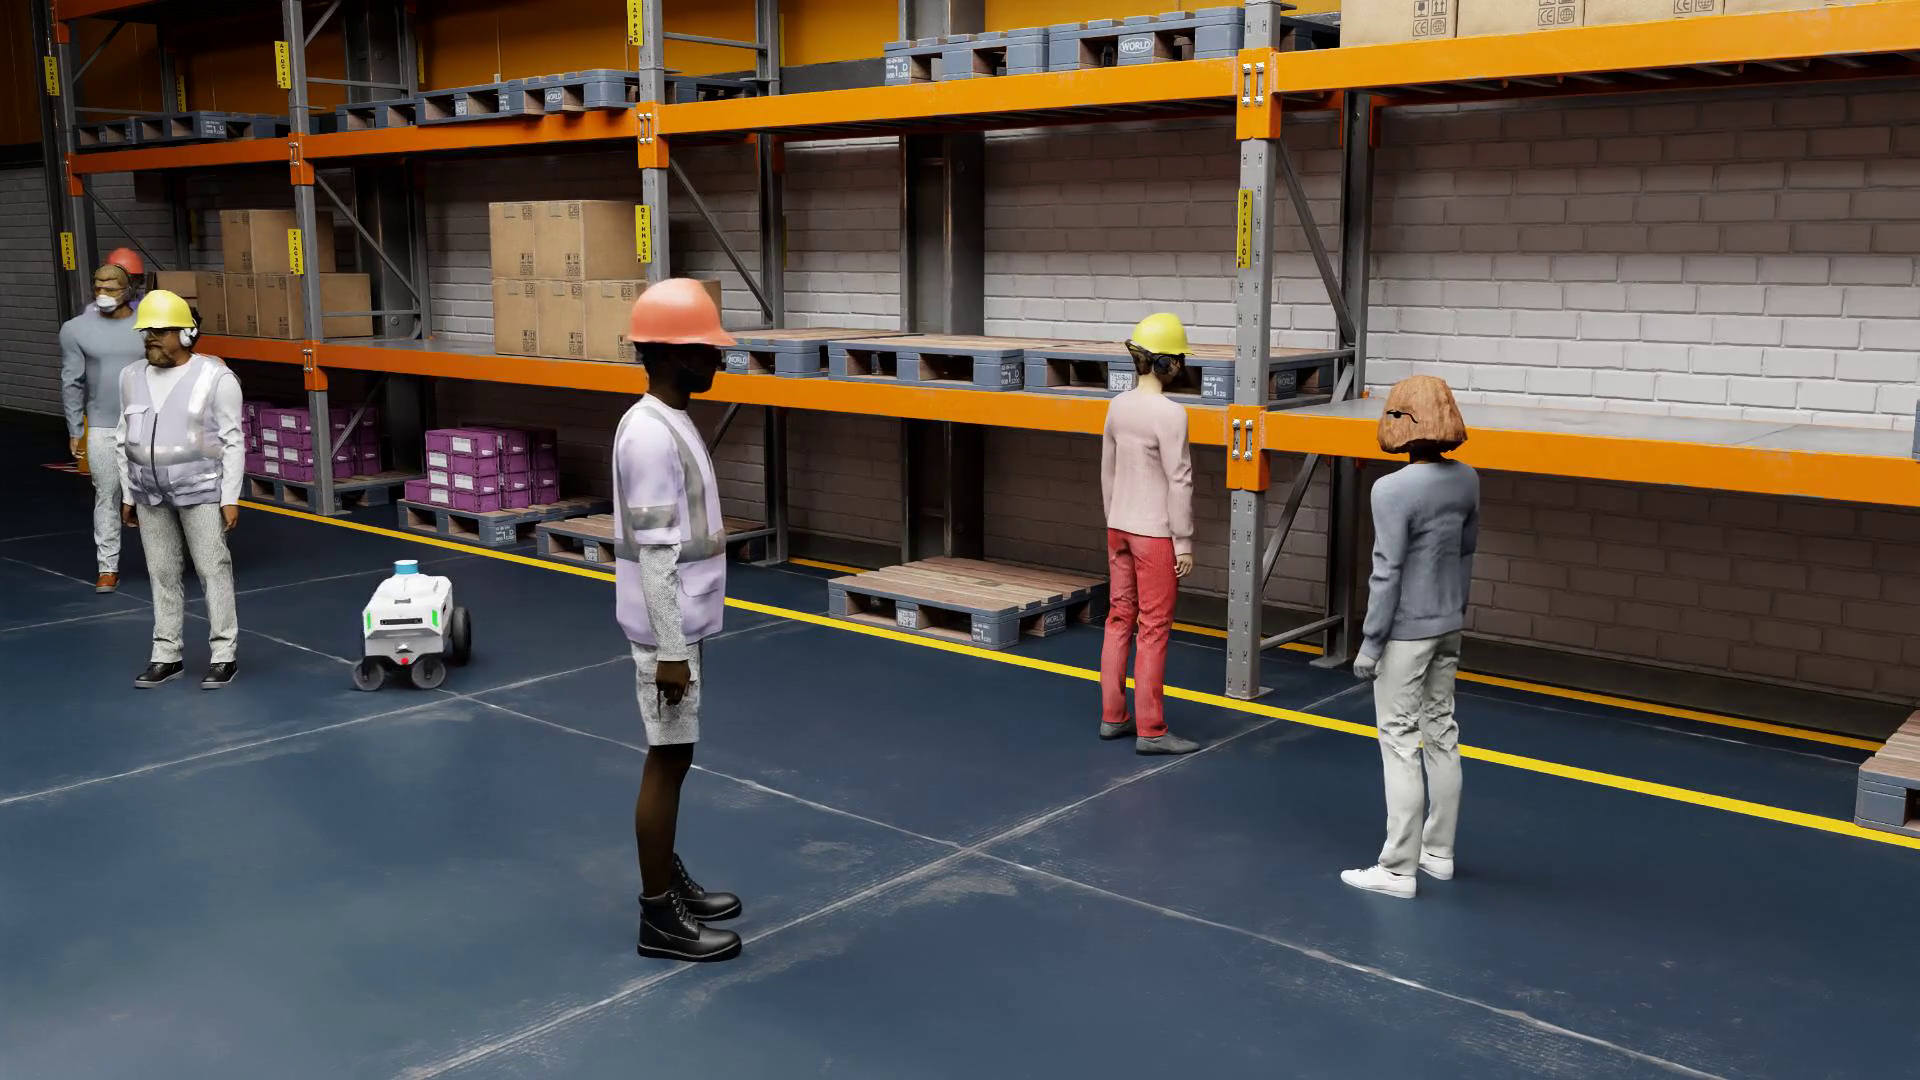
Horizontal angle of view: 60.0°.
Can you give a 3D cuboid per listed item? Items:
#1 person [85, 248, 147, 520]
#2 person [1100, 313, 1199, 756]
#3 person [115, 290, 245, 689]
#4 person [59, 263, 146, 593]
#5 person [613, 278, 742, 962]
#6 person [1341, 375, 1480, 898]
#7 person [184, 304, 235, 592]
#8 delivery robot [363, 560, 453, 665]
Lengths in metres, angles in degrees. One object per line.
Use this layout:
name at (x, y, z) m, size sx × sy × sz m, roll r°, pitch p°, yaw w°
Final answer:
person at (-5.999, -1.112, 12.166) m, size 0.656 × 2.014 × 0.783 m, roll -8°, pitch 13°, yaw -38°
person at (0.774, -0.024, 6.703) m, size 0.328 × 1.767 × 0.532 m, roll -5°, pitch 11°, yaw -28°
person at (-3.587, -0.222, 7.640) m, size 0.590 × 1.833 × 0.403 m, roll 1°, pitch 10°, yaw 4°
person at (-4.926, -0.657, 9.817) m, size 0.635 × 1.935 × 0.349 m, roll -5°, pitch 11°, yaw -26°
person at (-0.797, 0.228, 4.774) m, size 0.360 × 1.935 × 0.552 m, roll -1°, pitch 10°, yaw -6°
person at (1.423, 0.302, 5.218) m, size 0.507 × 1.633 × 0.276 m, roll -8°, pitch 13°, yaw -40°
person at (-4.569, -0.545, 9.859) m, size 0.321 × 1.698 × 0.535 m, roll 9°, pitch 13°, yaw 42°
delivery robot at (-2.589, 0.337, 7.821) m, size 0.477 × 0.478 × 0.707 m, roll -2°, pitch 10°, yaw -12°
